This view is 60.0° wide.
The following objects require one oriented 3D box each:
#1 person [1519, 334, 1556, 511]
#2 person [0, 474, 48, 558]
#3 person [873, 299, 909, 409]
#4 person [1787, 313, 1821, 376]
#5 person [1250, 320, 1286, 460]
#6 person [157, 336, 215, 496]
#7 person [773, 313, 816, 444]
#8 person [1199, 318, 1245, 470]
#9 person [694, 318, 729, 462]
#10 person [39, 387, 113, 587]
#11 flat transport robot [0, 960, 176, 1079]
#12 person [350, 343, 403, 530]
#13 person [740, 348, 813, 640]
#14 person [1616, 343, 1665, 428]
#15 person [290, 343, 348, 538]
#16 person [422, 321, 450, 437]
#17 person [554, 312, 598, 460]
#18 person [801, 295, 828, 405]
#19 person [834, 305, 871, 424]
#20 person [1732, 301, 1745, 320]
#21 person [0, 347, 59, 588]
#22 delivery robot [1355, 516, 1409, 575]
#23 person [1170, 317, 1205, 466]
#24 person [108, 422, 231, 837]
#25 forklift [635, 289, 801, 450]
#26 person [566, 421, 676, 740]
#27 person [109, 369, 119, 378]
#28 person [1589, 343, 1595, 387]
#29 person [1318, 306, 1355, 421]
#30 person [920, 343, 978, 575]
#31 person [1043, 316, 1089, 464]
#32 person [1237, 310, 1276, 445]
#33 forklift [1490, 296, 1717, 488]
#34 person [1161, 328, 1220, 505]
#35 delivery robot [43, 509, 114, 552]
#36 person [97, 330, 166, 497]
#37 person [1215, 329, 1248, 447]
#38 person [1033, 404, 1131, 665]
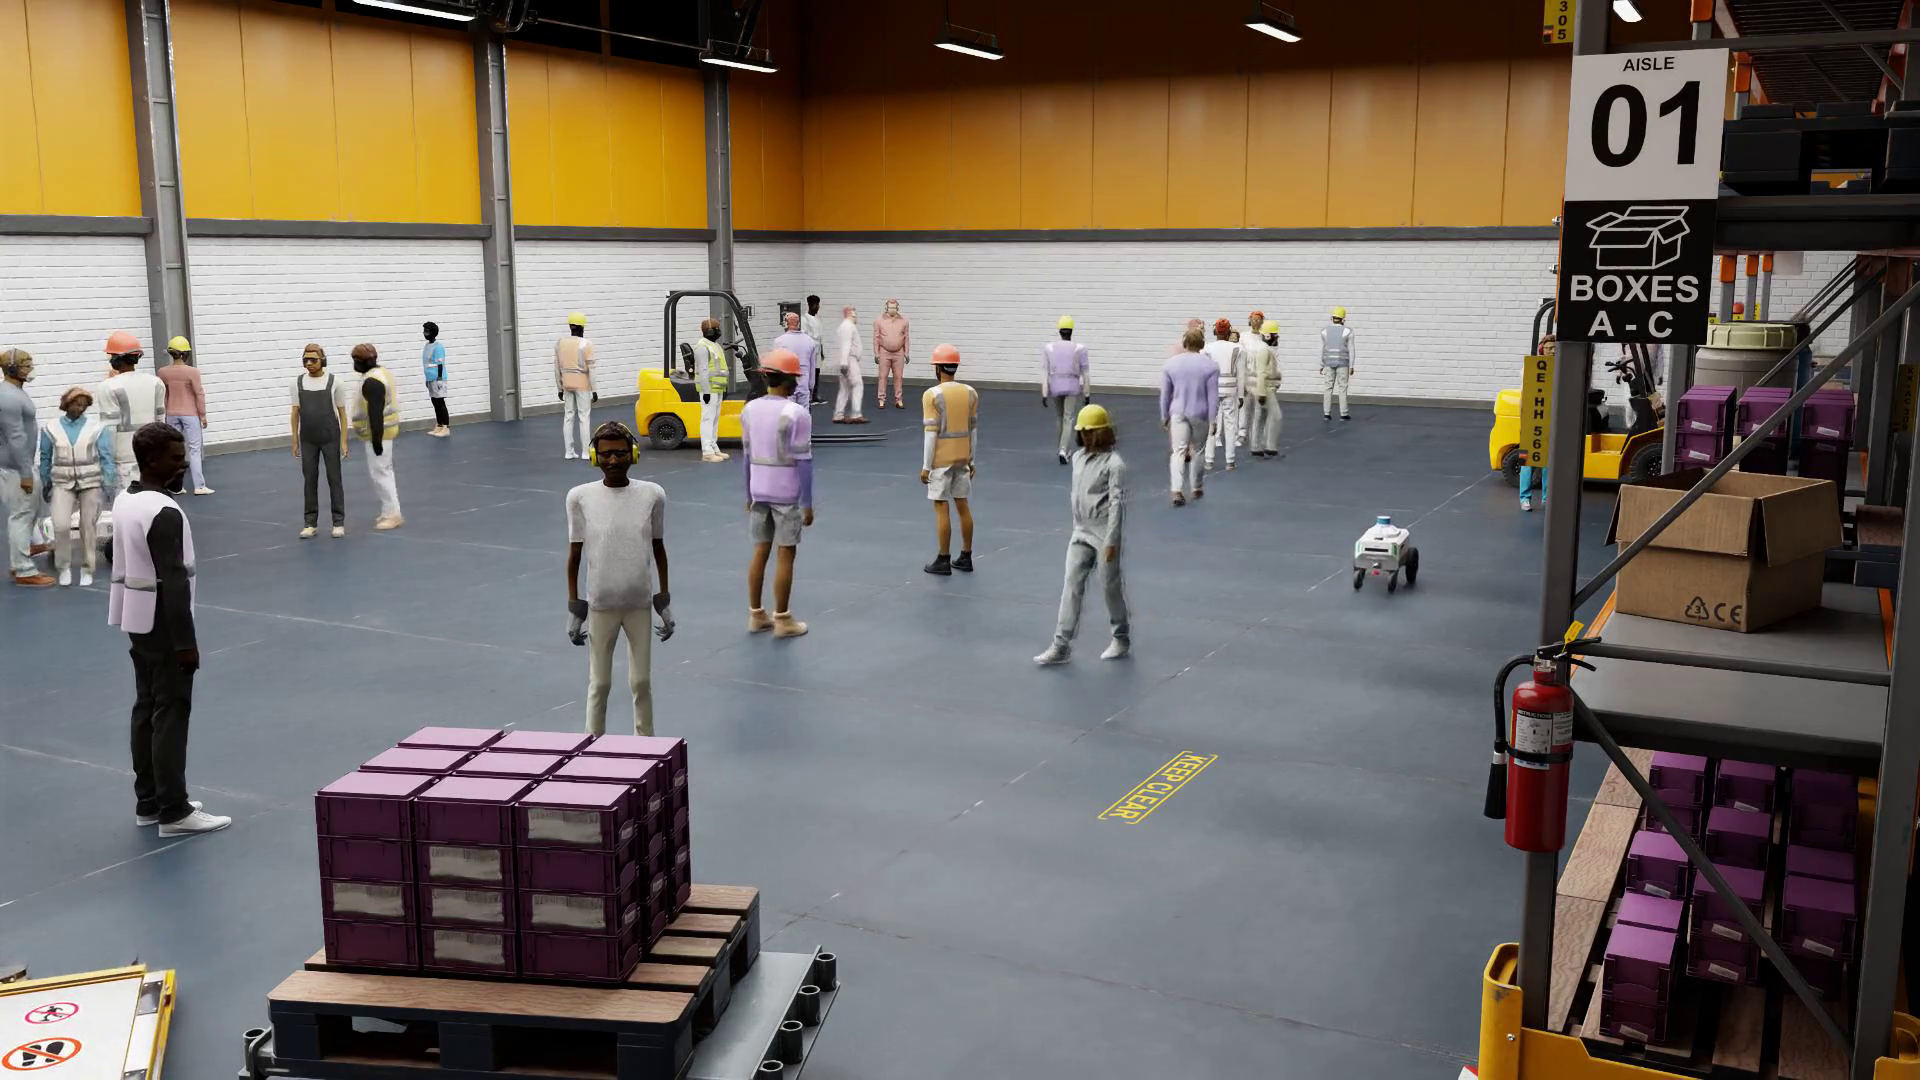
[{"bbox_3d":[6.102,-1.220,17.367,0.564,1.842,0.390,-1,10,-6],"label":"person"},{"bbox_3d":[-8.498,-0.702,14.454,0.954,1.816,0.484,-9,13,-42],"label":"person"},{"bbox_3d":[-1.179,-3.207,28.705,0.638,1.903,0.409,-2,10,-13],"label":"person"},{"bbox_3d":[11.036,-2.068,22.148,0.650,1.882,1.030,2,10,12],"label":"person"},{"bbox_3d":[4.076,-1.947,21.635,0.591,1.815,0.620,2,10,10],"label":"person"},{"bbox_3d":[-8.605,-1.368,18.446,0.524,1.769,0.314,1,10,6],"label":"person"},{"bbox_3d":[-2.216,-2.052,22.029,0.644,1.903,0.401,-8,13,-38],"label":"person"},{"bbox_3d":[3.237,-1.806,20.642,0.584,1.882,0.348,1,10,6],"label":"person"},{"bbox_3d":[-3.202,-1.936,21.516,0.429,1.843,0.633,1,10,7],"label":"person"},{"bbox_3d":[-7.092,-0.415,13.361,0.531,1.616,0.455,-4,11,-22],"label":"person"},{"bbox_3d":[-2.869,1.664,5.216,0.652,0.197,1.431,-4,10,-21],"label":"flat transport robot"},{"bbox_3d":[-5.705,-1.009,16.234,0.432,1.825,0.737,-3,10,-17],"label":"person"},{"bbox_3d":[-1.251,-0.321,11.648,0.607,2.030,0.440,7,12,36],"label":"person"},{"bbox_3d":[9.999,-2.424,24.383,0.653,1.822,0.608,1,10,4],"label":"person"},{"bbox_3d":[-6.035,-0.932,15.690,0.506,1.845,0.344,-1,10,-7],"label":"person"},{"bbox_3d":[-7.689,-2.352,24.363,0.320,1.694,0.534,-7,12,-37],"label":"person"},{"bbox_3d":[-4.967,-1.996,21.612,0.593,1.925,0.384,4,10,20],"label":"person"},{"bbox_3d":[-2.614,-3.363,29.477,0.388,1.952,0.611,5,11,27],"label":"person"},{"bbox_3d":[-1.715,-2.757,26.225,0.657,1.858,0.727,-3,10,-17],"label":"person"},{"bbox_3d":[12.006,-2.735,25.864,0.373,1.934,0.551,-5,11,-29],"label":"person"},{"bbox_3d":[-7.552,-0.579,13.375,0.380,1.938,0.652,-5,11,-27],"label":"person"},{"bbox_3d":[3.420,0.052,13.452,0.477,0.478,0.707,4,11,22],"label":"delivery robot"},{"bbox_3d":[2.900,-1.873,21.094,0.399,1.875,0.789,4,11,21],"label":"person"},{"bbox_3d":[-3.710,0.414,7.696,0.370,1.913,0.597,-10,14,-44],"label":"person"},{"bbox_3d":[-3.358,-2.392,23.136,2.313,2.155,1.214,-1,10,-5],"label":"forklift"},{"bbox_3d":[-1.687,0.336,8.282,0.538,1.869,0.312,-3,10,-18],"label":"person"},{"bbox_3d":[-7.804,-0.812,15.640,0.301,1.629,0.505,-7,12,-37],"label":"person"},{"bbox_3d":[8.544,-2.329,23.211,0.697,2.000,0.586,-8,13,-39],"label":"person"},{"bbox_3d":[6.047,-2.821,26.661,0.587,1.835,0.404,6,11,29],"label":"person"},{"bbox_3d":[-0.112,-0.675,13.940,0.552,1.935,0.373,-8,12,-38],"label":"person"},{"bbox_3d":[1.351,-1.933,21.369,0.598,1.893,0.947,3,10,14],"label":"person"},{"bbox_3d":[4.137,-2.273,23.347,0.572,1.883,0.356,1,10,8],"label":"person"},{"bbox_3d":[7.296,-1.677,18.993,2.313,2.155,1.214,5,11,27],"label":"forklift"},{"bbox_3d":[2.467,-1.334,17.896,0.642,1.895,0.996,3,10,16],"label":"person"},{"bbox_3d":[-7.489,-0.100,14.334,0.707,0.478,0.477,-4,11,-23],"label":"delivery robot"},{"bbox_3d":[-6.881,-0.712,13.833,0.370,2.048,0.607,4,11,22],"label":"person"},{"bbox_3d":[3.753,-2.107,23.087,0.521,1.639,0.311,-3,10,-16],"label":"person"},{"bbox_3d":[0.852,-0.030,10.850,0.742,1.705,0.506,-8,13,-40],"label":"person"}]
